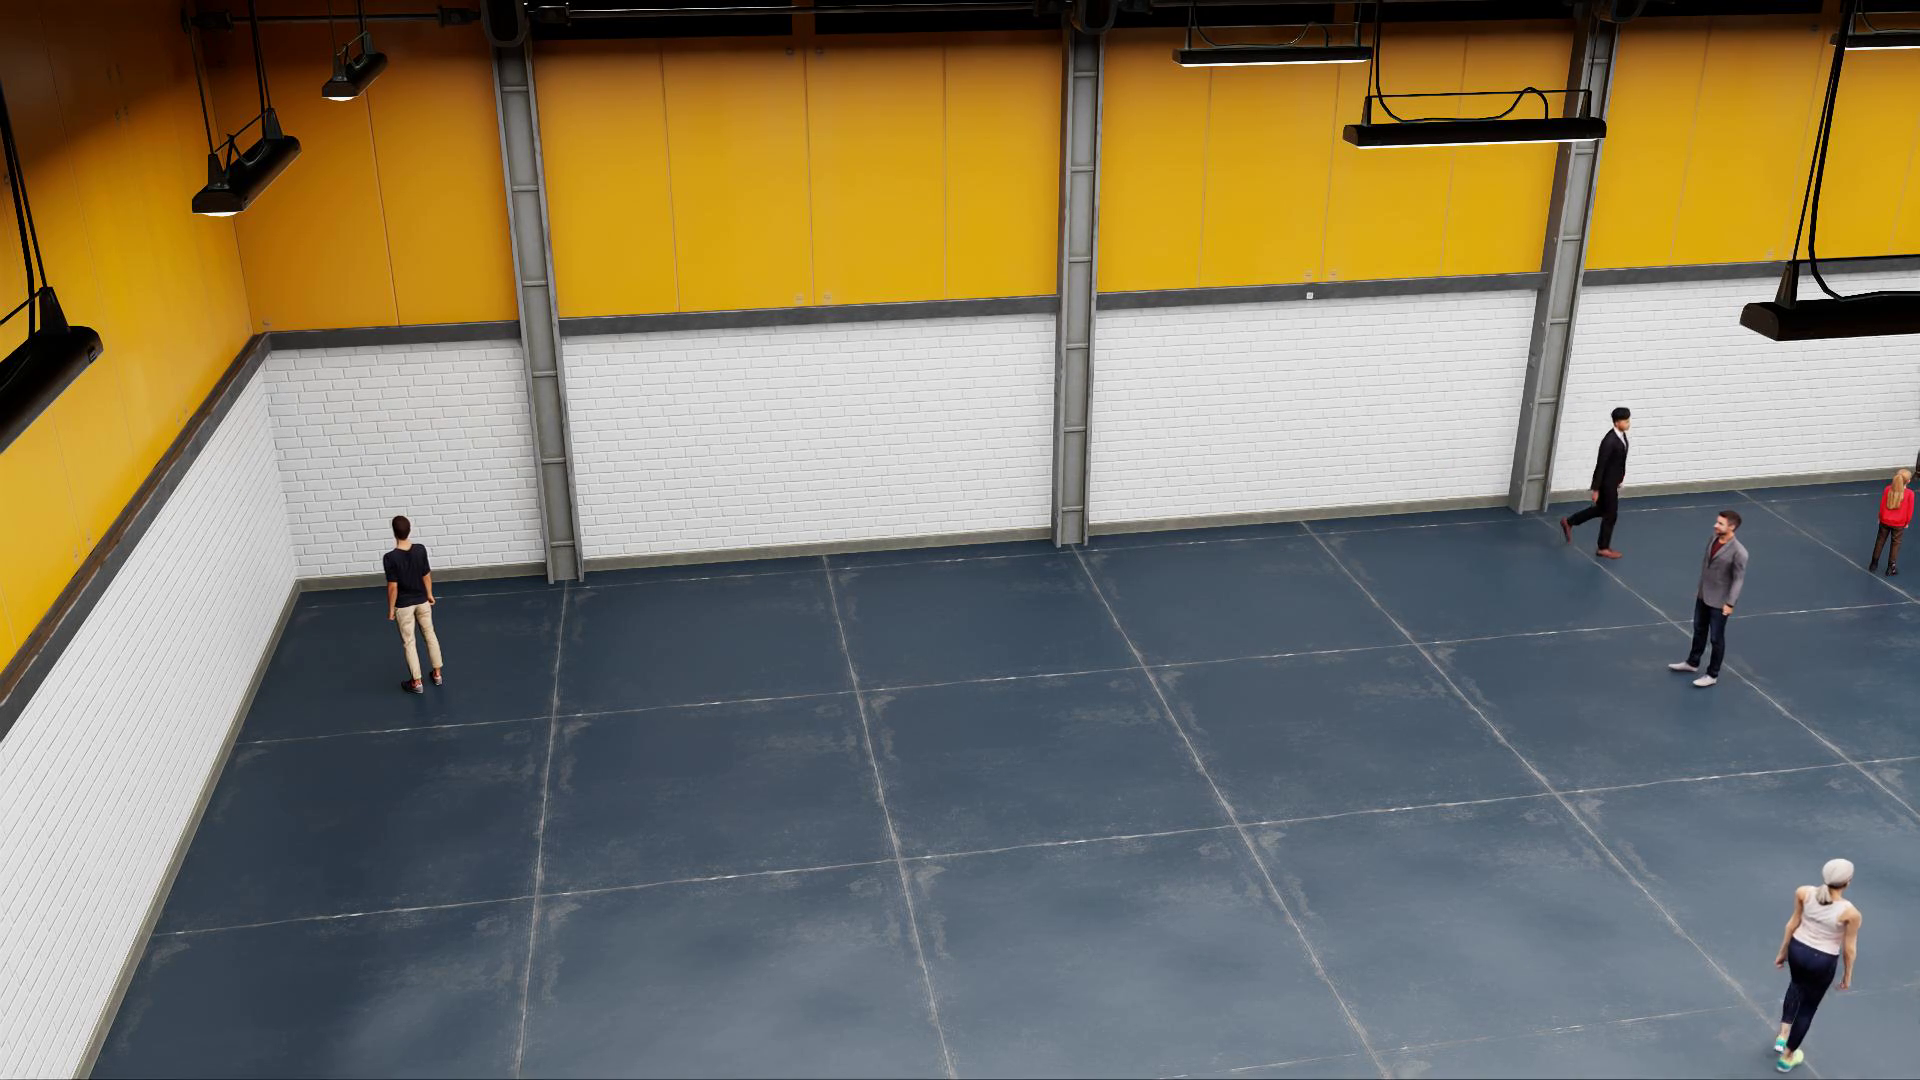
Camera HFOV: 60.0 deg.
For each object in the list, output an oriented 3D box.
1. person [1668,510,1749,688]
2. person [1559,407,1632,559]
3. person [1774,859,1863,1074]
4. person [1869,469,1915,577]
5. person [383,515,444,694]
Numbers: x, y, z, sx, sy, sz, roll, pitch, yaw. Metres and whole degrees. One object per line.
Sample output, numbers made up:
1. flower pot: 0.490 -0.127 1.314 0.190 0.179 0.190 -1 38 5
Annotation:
1. person: 7.583 0.558 16.689 0.605 1.873 0.681 -5 24 -12
2. person: 7.543 -0.709 19.606 1.147 1.860 1.082 16 28 32
3. person: 5.817 2.954 11.440 0.766 1.688 0.734 -18 30 -36
4. person: 10.779 -0.218 19.205 0.587 1.281 0.637 20 31 38
5. person: -5.458 0.629 16.548 0.780 1.857 0.683 20 31 38
